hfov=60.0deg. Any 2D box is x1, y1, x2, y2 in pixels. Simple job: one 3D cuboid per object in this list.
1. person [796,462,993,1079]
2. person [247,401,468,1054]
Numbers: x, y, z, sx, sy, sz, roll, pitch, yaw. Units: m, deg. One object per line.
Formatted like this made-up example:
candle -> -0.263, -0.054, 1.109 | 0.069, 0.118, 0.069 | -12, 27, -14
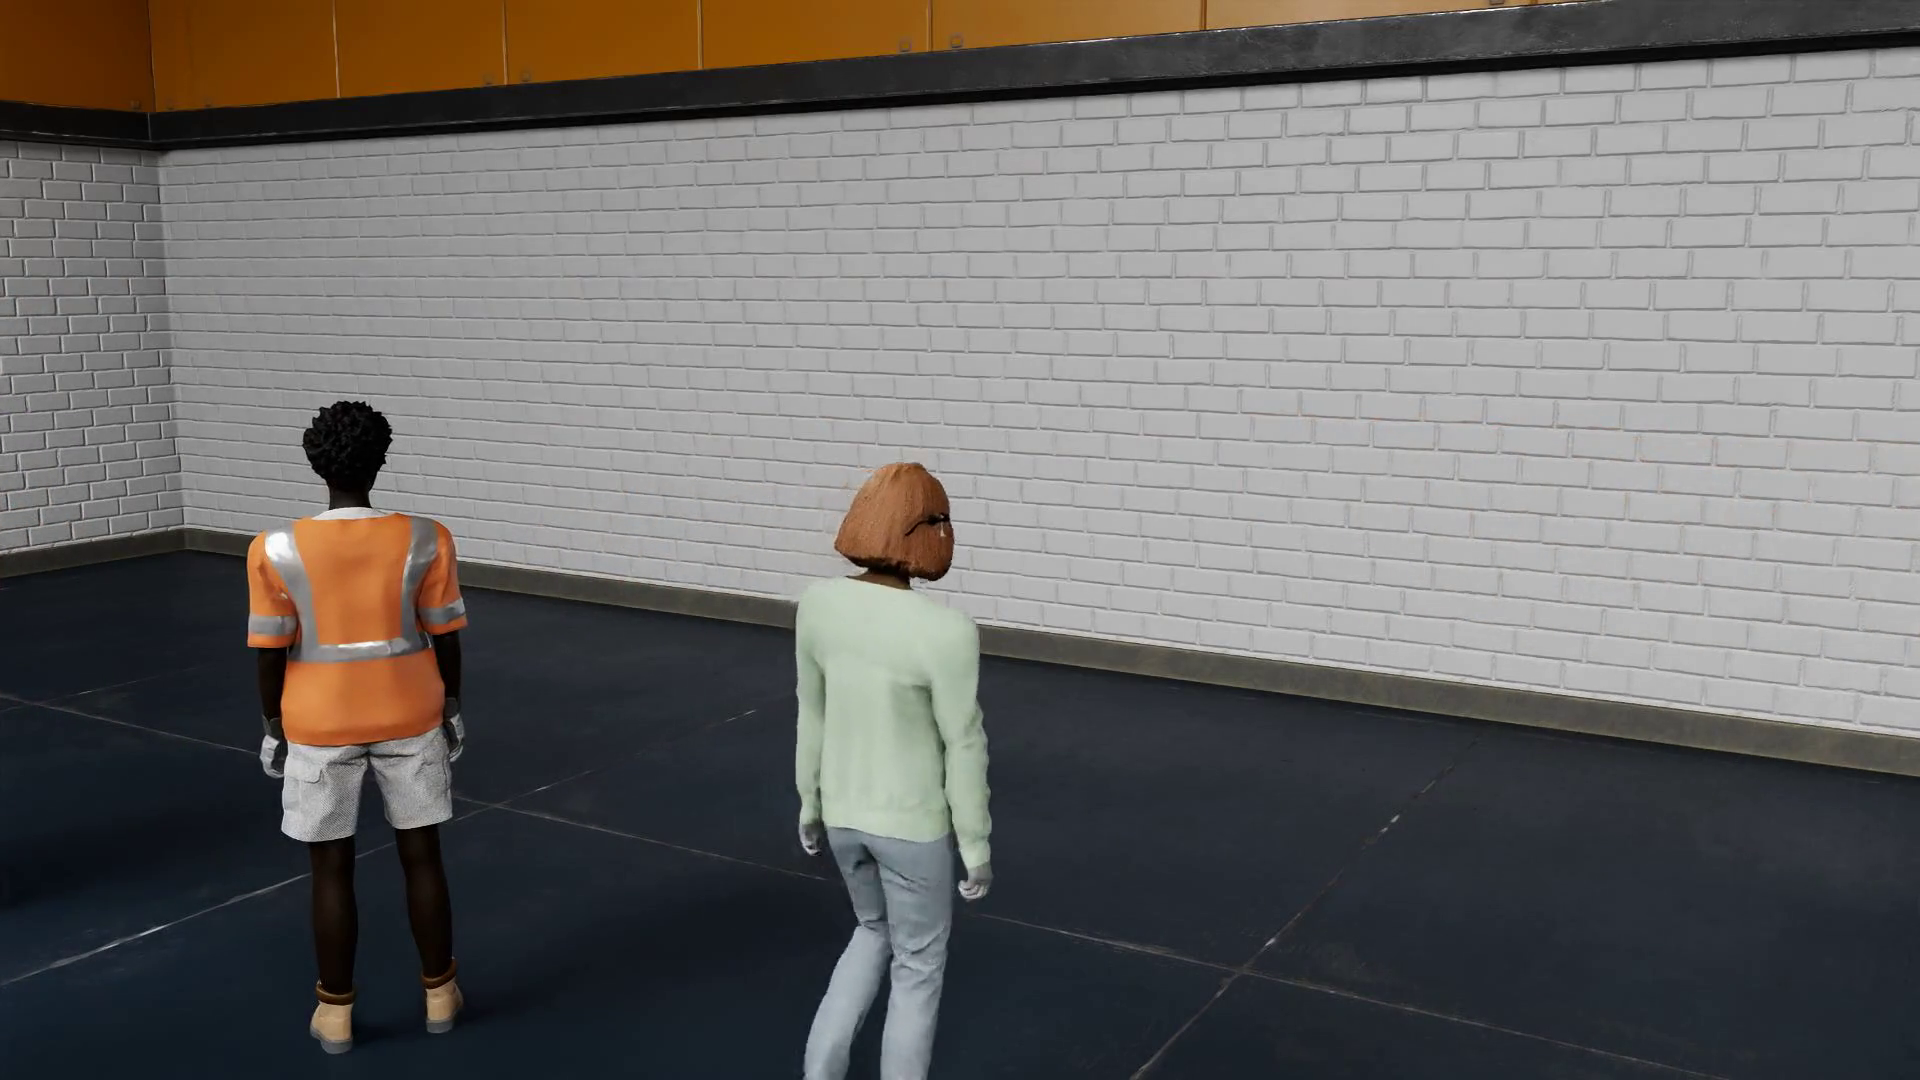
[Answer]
person -> -0.156, 0.633, 3.680 | 0.517, 1.617, 0.394 | 7, 12, 38
person -> -1.559, 0.486, 4.357 | 0.540, 1.695, 0.317 | -4, 10, -24
